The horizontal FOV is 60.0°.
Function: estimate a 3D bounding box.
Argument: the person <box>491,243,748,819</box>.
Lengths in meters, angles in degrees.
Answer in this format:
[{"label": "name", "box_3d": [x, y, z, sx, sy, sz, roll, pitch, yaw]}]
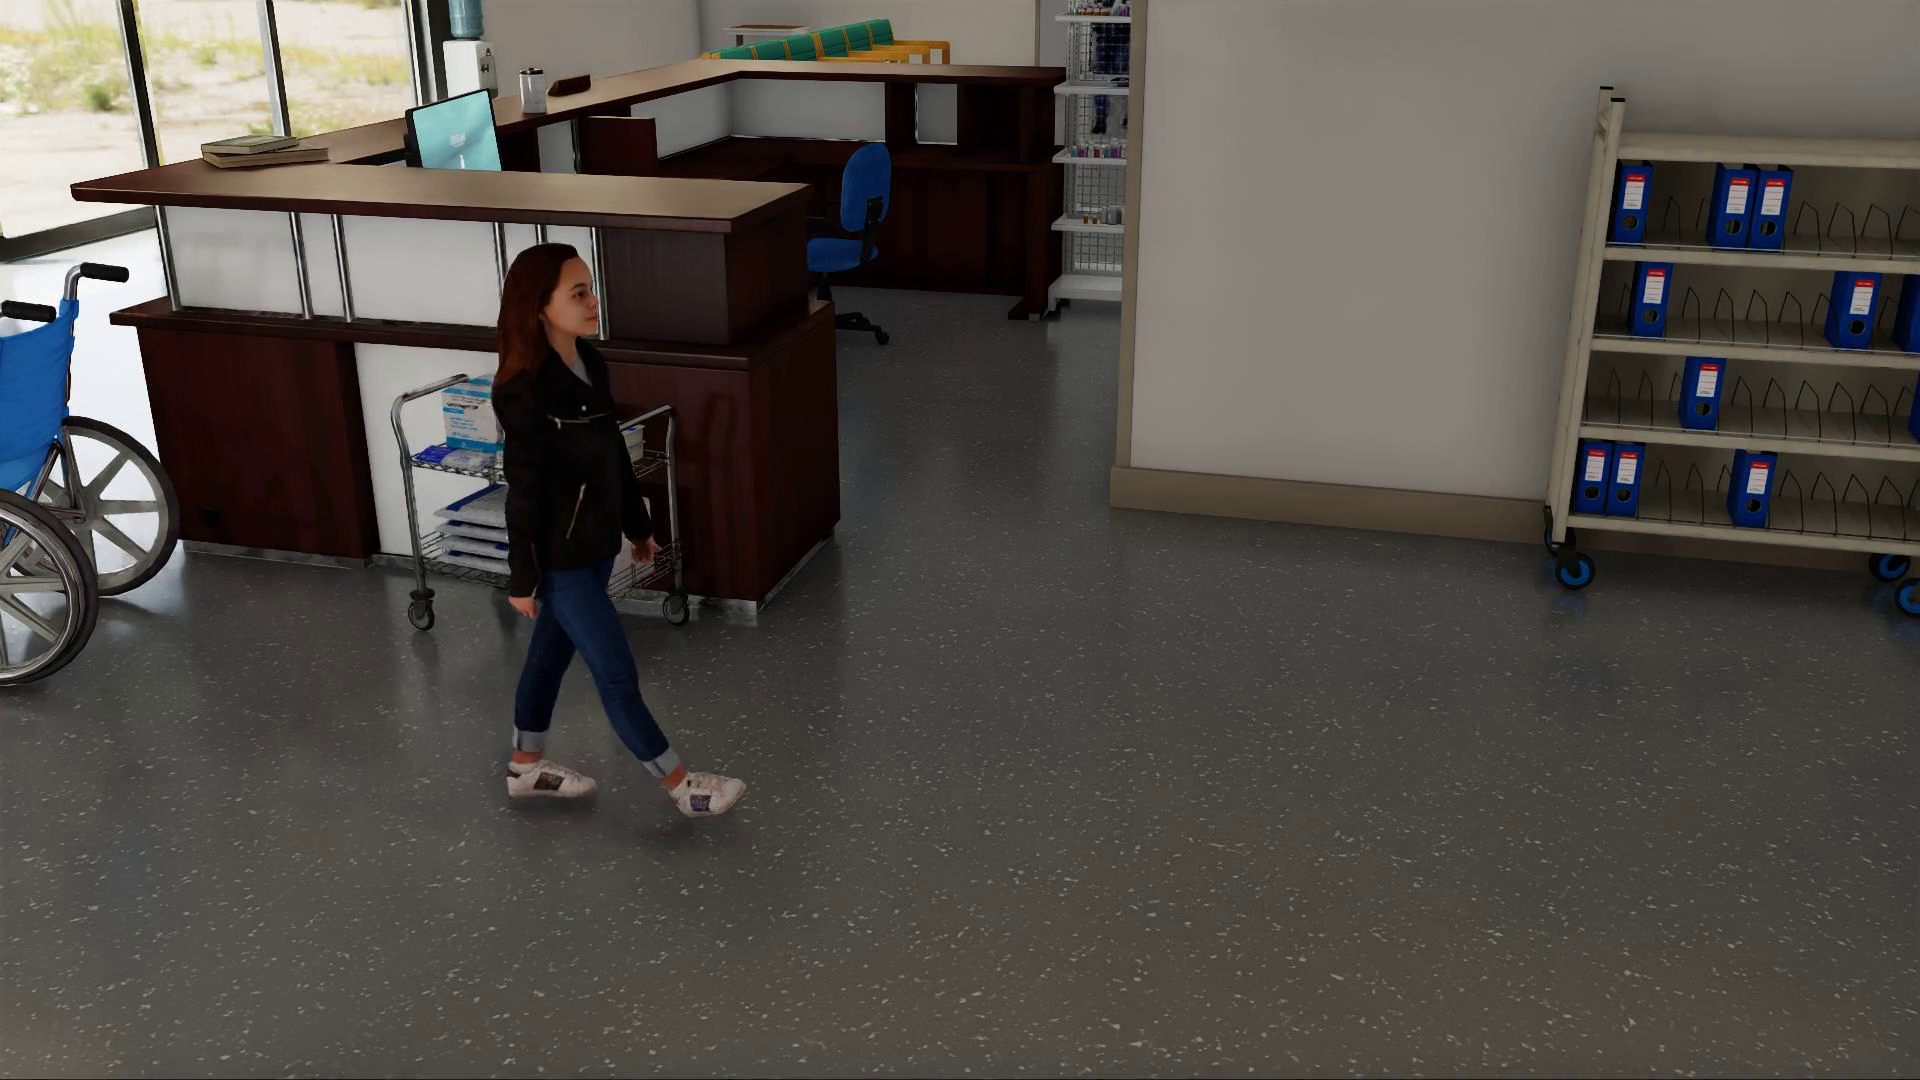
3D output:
[{"label": "person", "box_3d": [-1.012, 0.018, 4.061, 0.915, 1.452, 0.613, 4, 21, 10]}]

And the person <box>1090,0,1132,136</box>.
[{"label": "person", "box_3d": [1.584, -5.067, 16.898, 1.127, 1.868, 0.919, 11, 23, 27]}]
